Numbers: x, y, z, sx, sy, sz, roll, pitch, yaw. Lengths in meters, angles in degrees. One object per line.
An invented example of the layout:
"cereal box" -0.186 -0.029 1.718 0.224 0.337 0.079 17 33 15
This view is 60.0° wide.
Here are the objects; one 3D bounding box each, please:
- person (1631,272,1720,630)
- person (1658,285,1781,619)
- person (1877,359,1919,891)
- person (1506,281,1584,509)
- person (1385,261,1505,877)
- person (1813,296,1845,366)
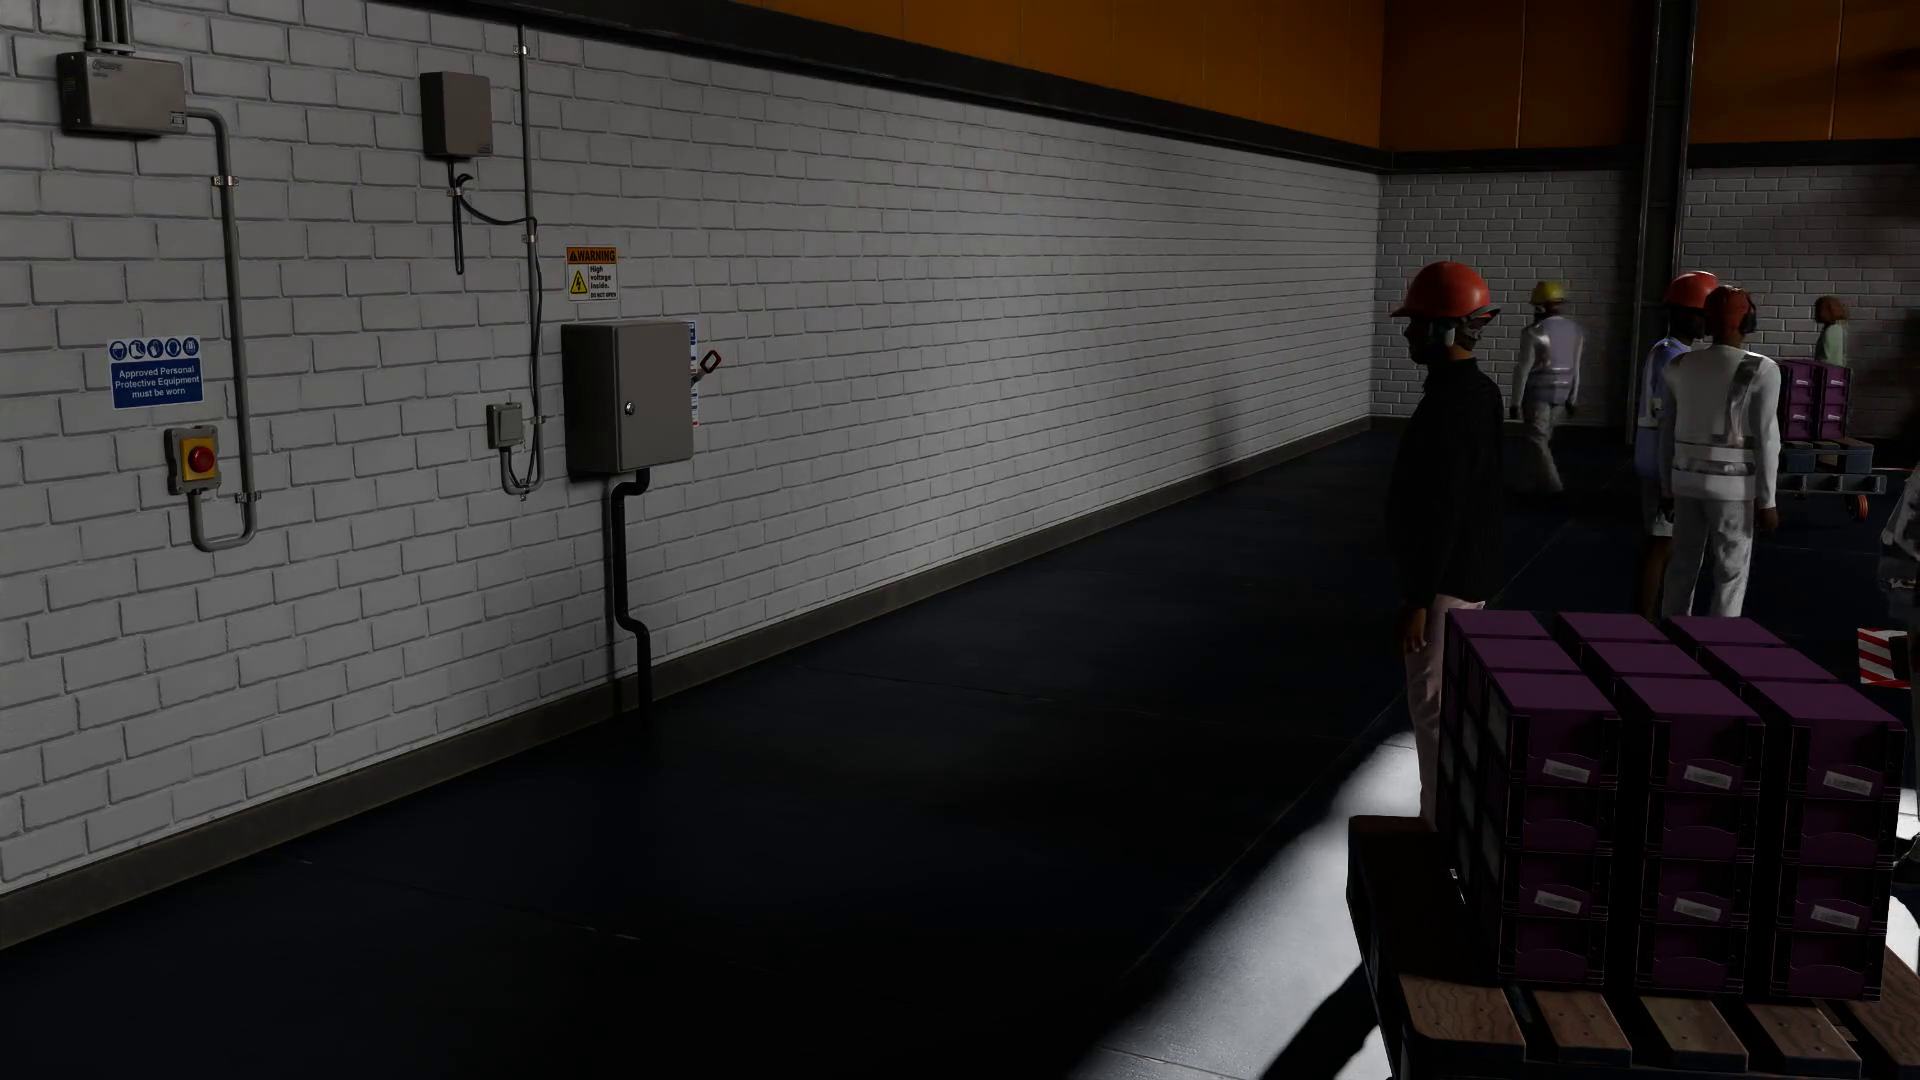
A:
"person" 3.537 -0.351 8.228 0.378 1.928 0.550 4 11 21
"person" 3.464 -0.220 7.631 0.371 1.878 0.584 -6 11 -31
"person" 3.133 0.207 5.279 0.404 1.830 0.601 8 13 40
"person" 4.647 -1.155 13.257 0.608 1.806 0.762 -5 11 -25
"person" 1.511 0.130 5.257 0.376 1.995 0.609 5 11 27
"person" 8.062 -1.462 15.543 0.335 1.618 0.514 7 12 36
